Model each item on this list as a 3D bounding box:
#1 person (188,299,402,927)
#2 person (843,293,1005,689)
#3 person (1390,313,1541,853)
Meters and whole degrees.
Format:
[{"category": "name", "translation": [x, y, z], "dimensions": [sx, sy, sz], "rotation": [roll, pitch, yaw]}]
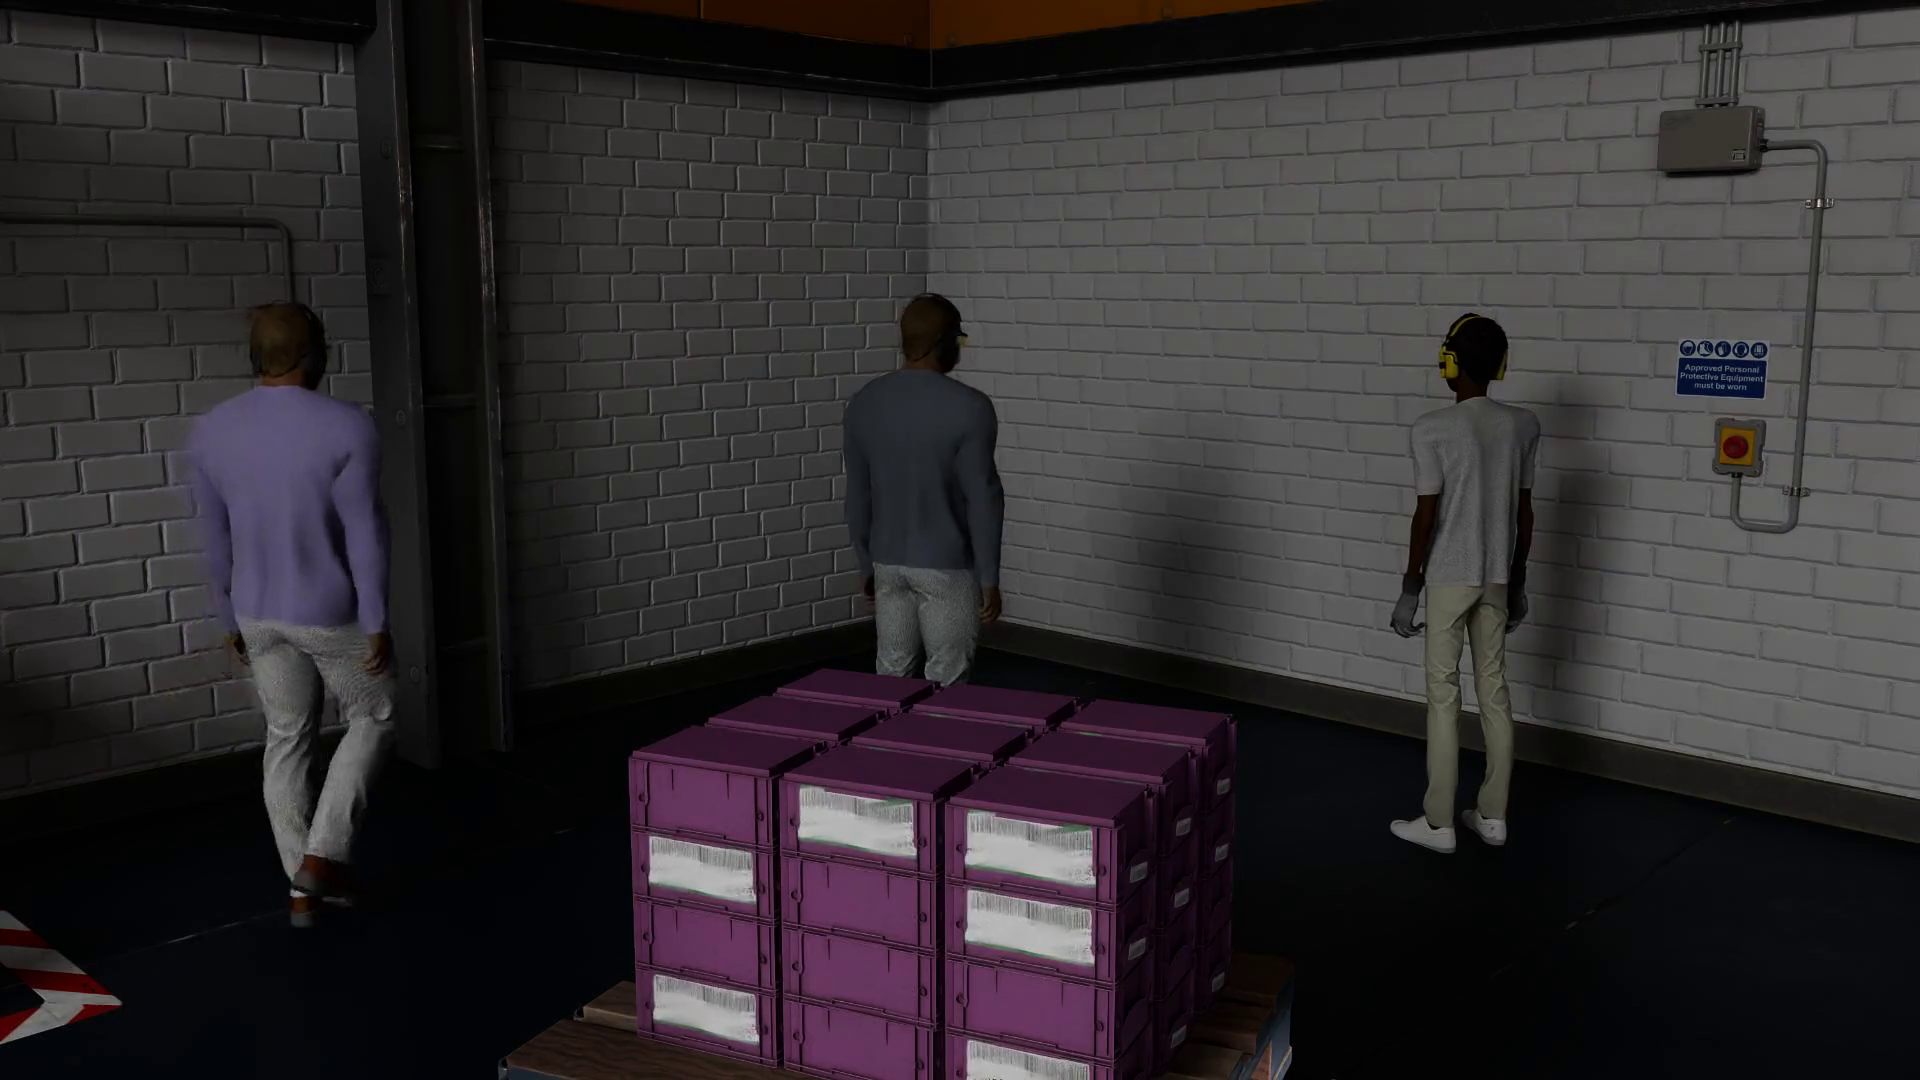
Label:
[{"category": "person", "translation": [-2.001, 0.232, 5.115], "dimensions": [0.639, 1.927, 0.431], "rotation": [2, 9, 10]}, {"category": "person", "translation": [-0.121, 0.105, 5.880], "dimensions": [0.635, 1.937, 0.352], "rotation": [6, 11, 34]}, {"category": "person", "translation": [1.747, 0.160, 5.785], "dimensions": [0.511, 1.862, 0.329], "rotation": [-3, 10, -18]}]
